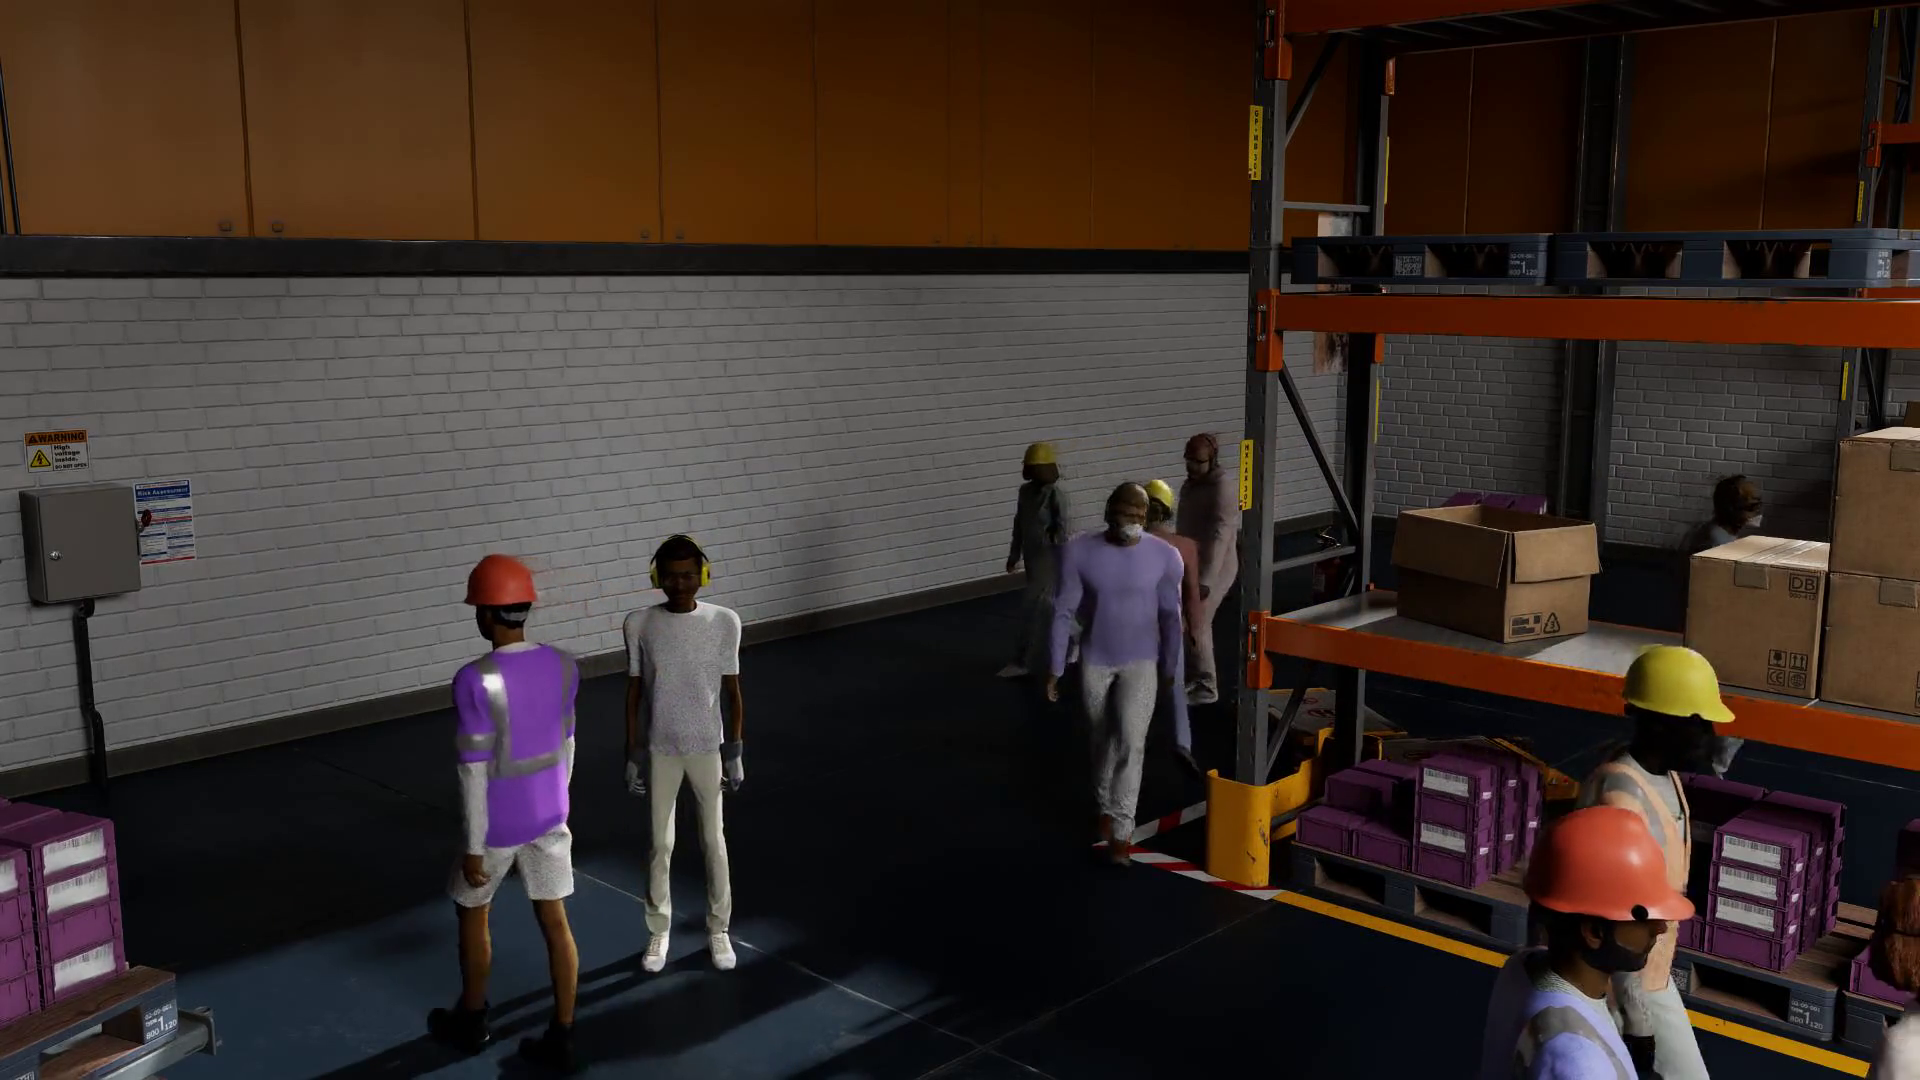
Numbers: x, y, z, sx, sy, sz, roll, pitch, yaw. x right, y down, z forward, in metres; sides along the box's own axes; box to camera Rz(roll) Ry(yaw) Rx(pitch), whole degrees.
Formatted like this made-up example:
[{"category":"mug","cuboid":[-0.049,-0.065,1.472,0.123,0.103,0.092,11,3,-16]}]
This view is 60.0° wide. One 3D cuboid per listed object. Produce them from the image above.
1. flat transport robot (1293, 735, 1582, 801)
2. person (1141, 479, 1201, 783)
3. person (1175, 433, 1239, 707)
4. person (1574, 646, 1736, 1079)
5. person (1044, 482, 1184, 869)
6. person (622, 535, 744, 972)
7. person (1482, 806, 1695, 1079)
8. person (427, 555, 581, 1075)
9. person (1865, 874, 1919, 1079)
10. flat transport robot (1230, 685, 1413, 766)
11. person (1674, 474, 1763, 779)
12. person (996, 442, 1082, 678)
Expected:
[{"category":"flat transport robot","cuboid":[2.670,1.300,9.356,1.431,0.197,0.652,-2,9,-10]},{"category":"person","cuboid":[1.124,0.534,9.591,0.558,1.733,0.694,-1,9,-4]},{"category":"person","cuboid":[1.623,0.211,11.159,0.437,1.875,0.652,-2,10,-13]},{"category":"person","cuboid":[1.938,1.232,4.772,0.491,1.905,0.612,6,11,34]},{"category":"person","cuboid":[0.768,0.663,8.286,0.661,1.888,0.973,2,9,11]},{"category":"person","cuboid":[-1.166,0.898,6.985,0.508,1.854,0.316,-1,9,-6]},{"category":"person","cuboid":[1.198,1.459,3.285,0.361,1.938,0.546,1,9,7]},{"category":"person","cuboid":[-1.712,0.998,6.184,0.831,1.904,0.579,7,12,37]},{"category":"person","cuboid":[2.143,1.539,3.833,0.509,1.587,0.843,-8,13,-42]},{"category":"flat transport robot","cuboid":[2.223,1.143,10.314,0.652,0.197,1.431,-2,9,-10]},{"category":"person","cuboid":[3.945,0.601,8.644,0.604,1.906,0.643,5,10,28]},{"category":"person","cuboid":[0.639,0.122,12.181,0.858,1.710,0.480,-6,11,-31]}]
